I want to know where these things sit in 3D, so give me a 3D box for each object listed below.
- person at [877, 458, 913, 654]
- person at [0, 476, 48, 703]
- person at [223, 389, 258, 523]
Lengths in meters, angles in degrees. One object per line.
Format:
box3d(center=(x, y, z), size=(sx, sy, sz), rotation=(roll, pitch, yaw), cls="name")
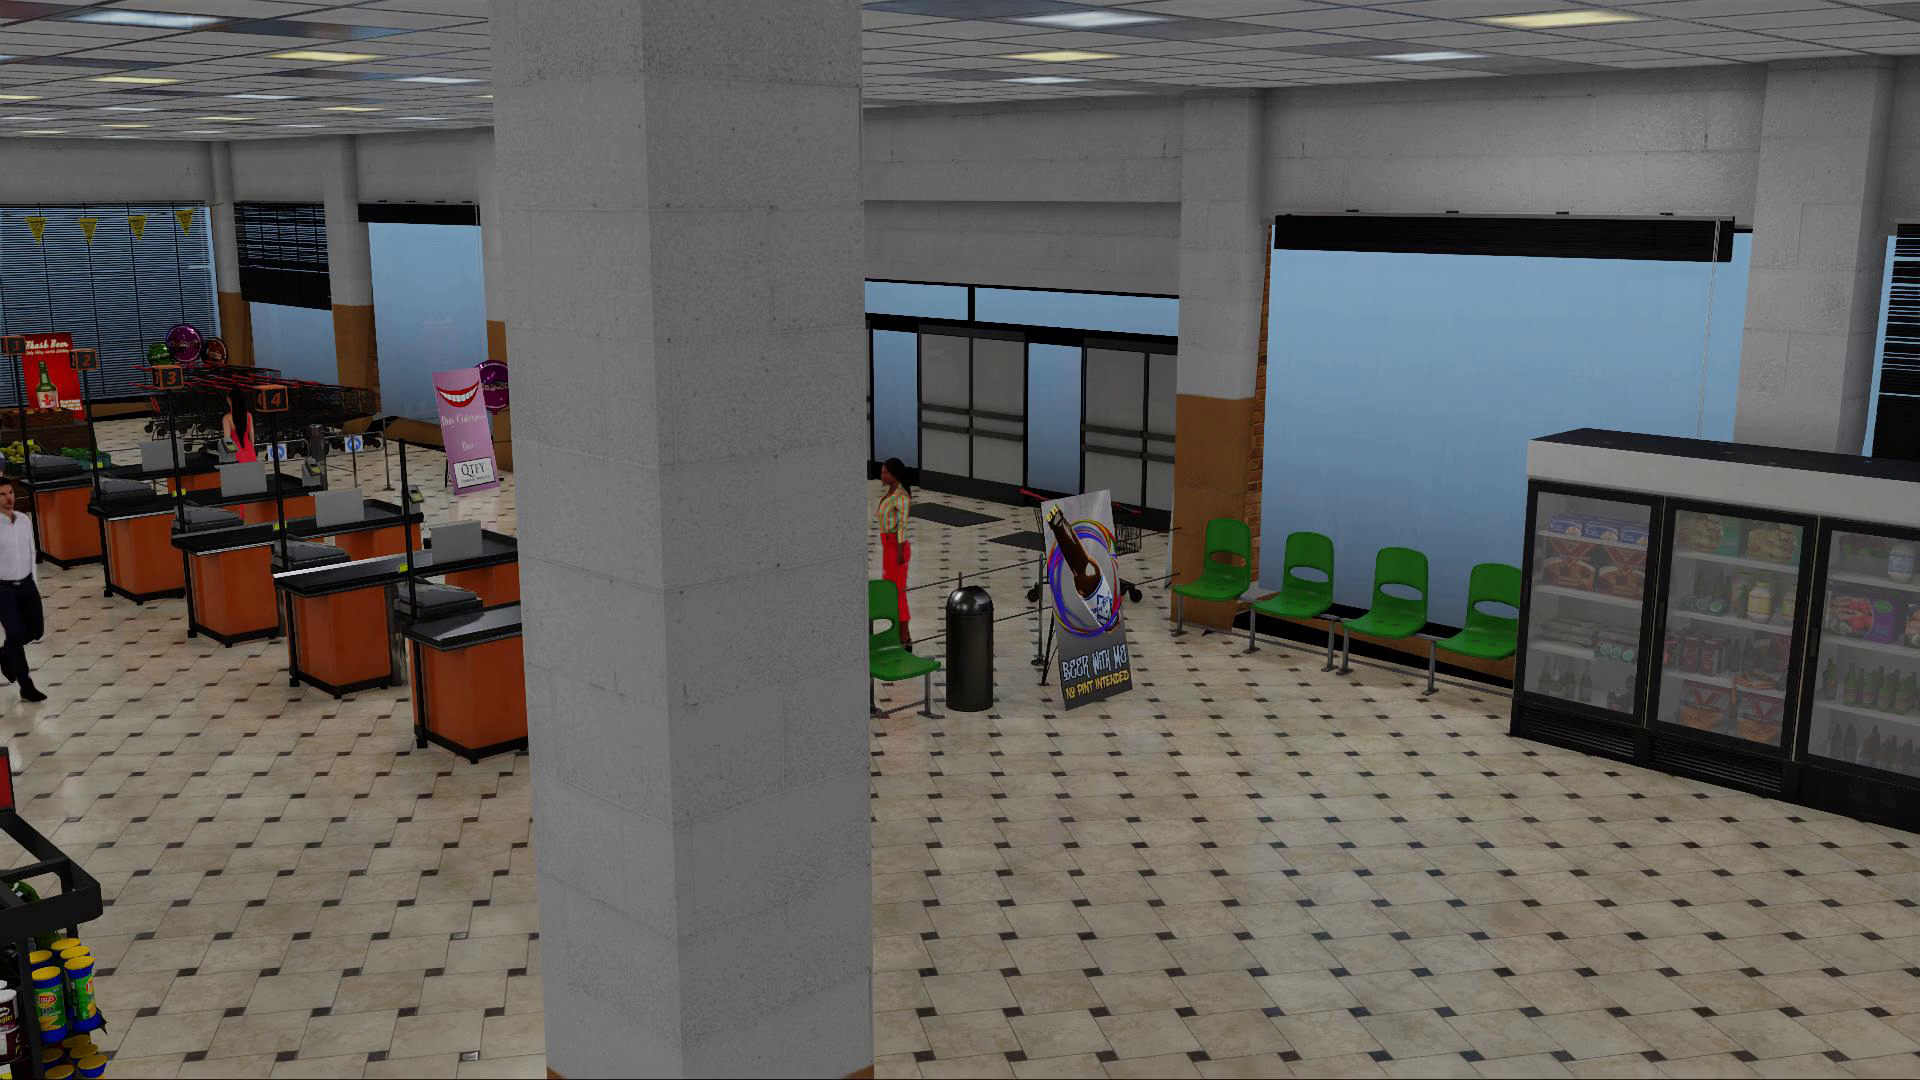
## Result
box3d(center=(-0.562, 0.142, 14.944), size=(0.695, 1.786, 0.687), rotation=(-3, 12, -16), cls="person")
box3d(center=(-7.813, 0.393, 13.616), size=(0.863, 1.842, 1.014), rotation=(6, 13, 28), cls="person")
box3d(center=(-8.912, -1.024, 20.626), size=(0.730, 1.727, 0.588), rotation=(7, 14, 30), cls="person")
